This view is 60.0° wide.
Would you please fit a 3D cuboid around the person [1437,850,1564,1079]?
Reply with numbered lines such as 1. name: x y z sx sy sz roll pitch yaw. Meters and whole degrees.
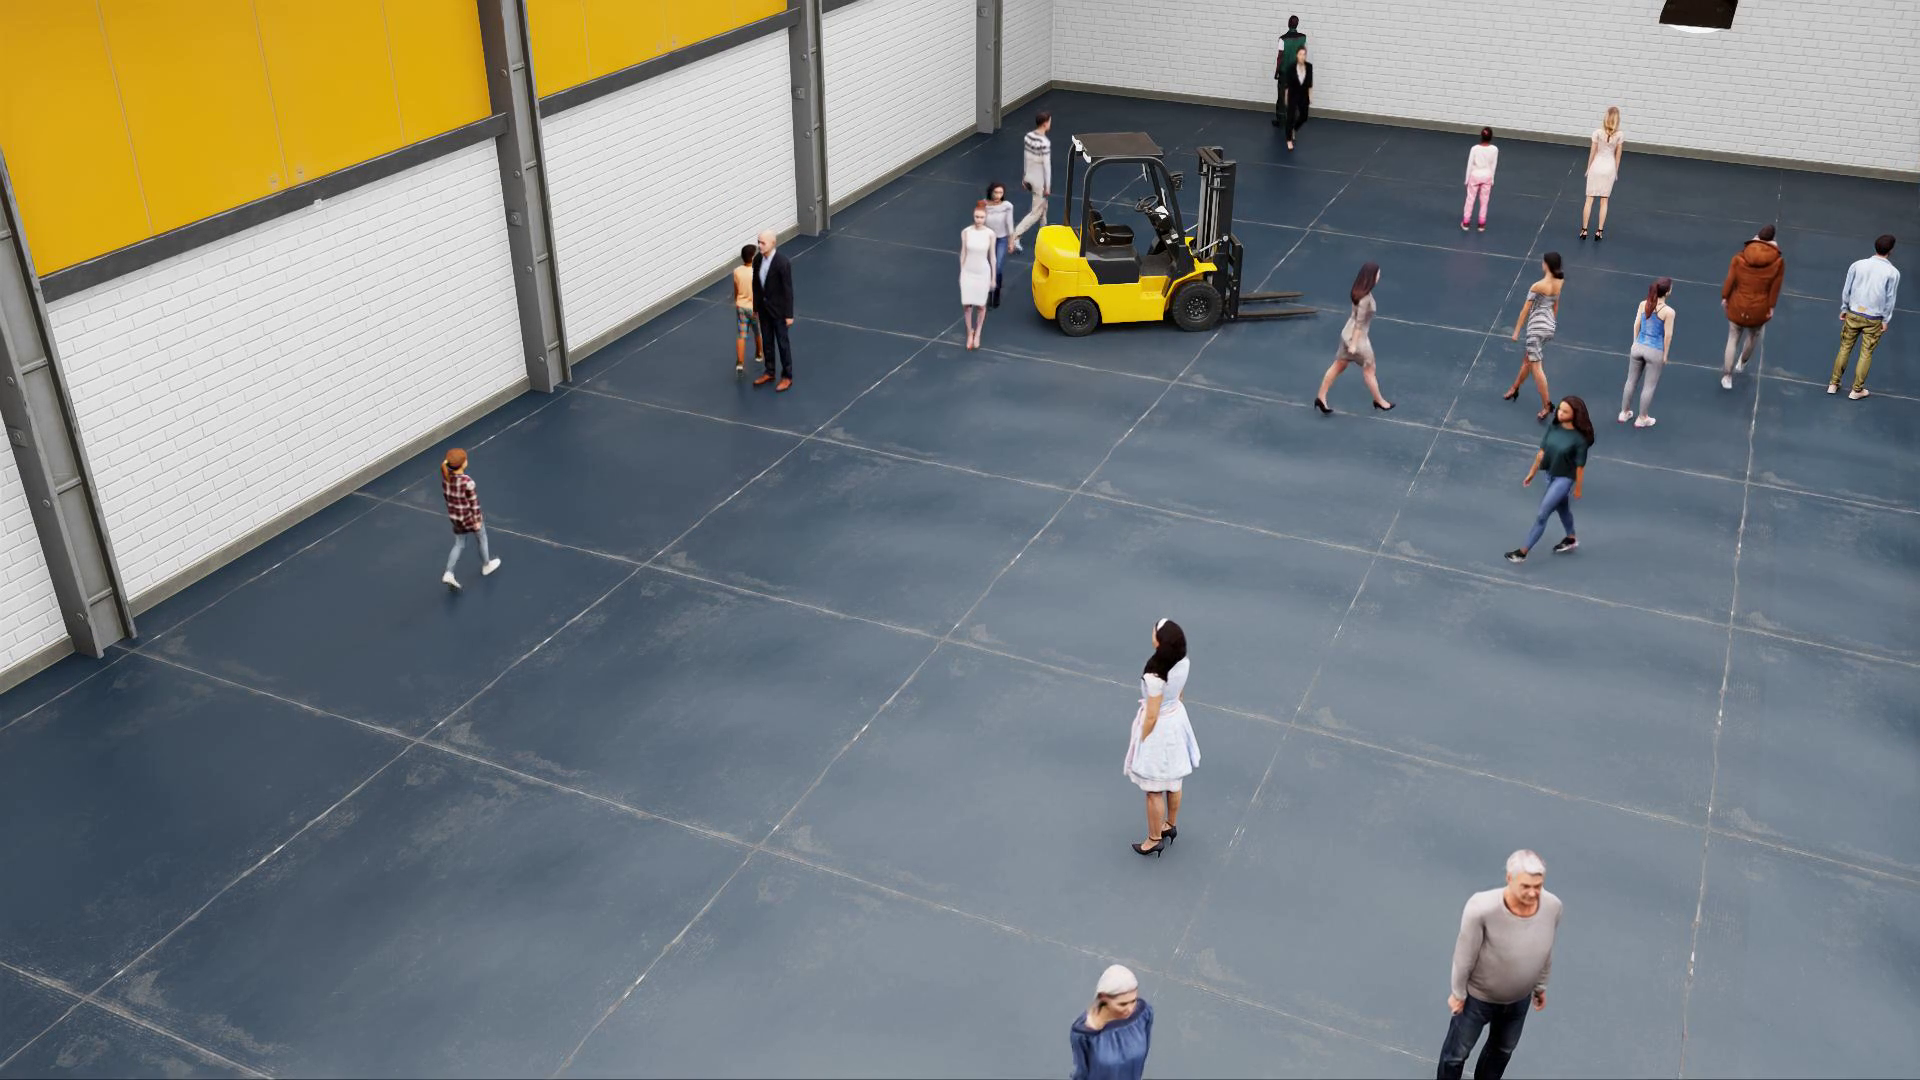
1. person: 2.902 2.419 9.000 0.831 1.910 0.842 -4 29 -7

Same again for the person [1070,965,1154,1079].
1. person: 0.716 2.779 8.572 0.731 1.688 0.787 -9 30 -16

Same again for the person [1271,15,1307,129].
1. person: 5.530 -7.870 27.936 0.775 1.839 0.836 -10 30 -18

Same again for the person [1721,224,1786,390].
1. person: 8.598 -2.505 18.153 0.707 1.788 1.066 12 31 21

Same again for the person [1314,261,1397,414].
1. person: 4.057 -2.062 17.444 1.015 1.690 1.111 -2 29 -4

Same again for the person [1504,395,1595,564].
1. person: 5.389 -0.543 14.786 1.140 1.568 1.058 -11 30 -19

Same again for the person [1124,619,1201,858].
1. person: 1.350 1.325 11.104 0.845 1.815 0.758 23 36 35

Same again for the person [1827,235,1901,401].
1. person: 9.784 -2.419 17.972 0.708 1.811 0.753 -25 37 -37

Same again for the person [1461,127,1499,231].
1. person: 7.263 -5.054 23.185 0.574 1.445 0.548 6 29 11

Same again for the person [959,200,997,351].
1. person: 0.217 -3.052 19.159 0.669 1.786 0.652 5 29 9

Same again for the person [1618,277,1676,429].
1. person: 7.189 -1.970 17.359 0.661 1.609 0.645 -21 35 -33

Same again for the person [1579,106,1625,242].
1. person: 8.746 -4.996 22.677 0.606 1.829 0.545 8 30 14

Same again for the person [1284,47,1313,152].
1. person: 5.406 -7.119 26.756 0.802 1.650 0.865 -3 29 -6

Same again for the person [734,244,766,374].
1. person: -2.391 -2.566 18.633 0.731 1.436 1.054 3 29 6

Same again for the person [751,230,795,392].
1. person: -2.041 -2.532 18.193 0.727 1.798 0.623 18 34 30

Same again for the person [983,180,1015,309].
1. person: 0.443 -3.668 20.474 0.703 1.608 0.670 7 29 13

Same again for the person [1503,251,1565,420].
1. person: 6.126 -2.113 17.439 1.006 1.785 0.982 -17 33 -28

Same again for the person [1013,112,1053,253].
1. person: 0.966 -4.795 22.301 1.250 1.837 1.104 -15 32 -25

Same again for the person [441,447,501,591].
1. person: -4.335 -0.182 14.413 0.525 1.292 0.863 13 31 22
